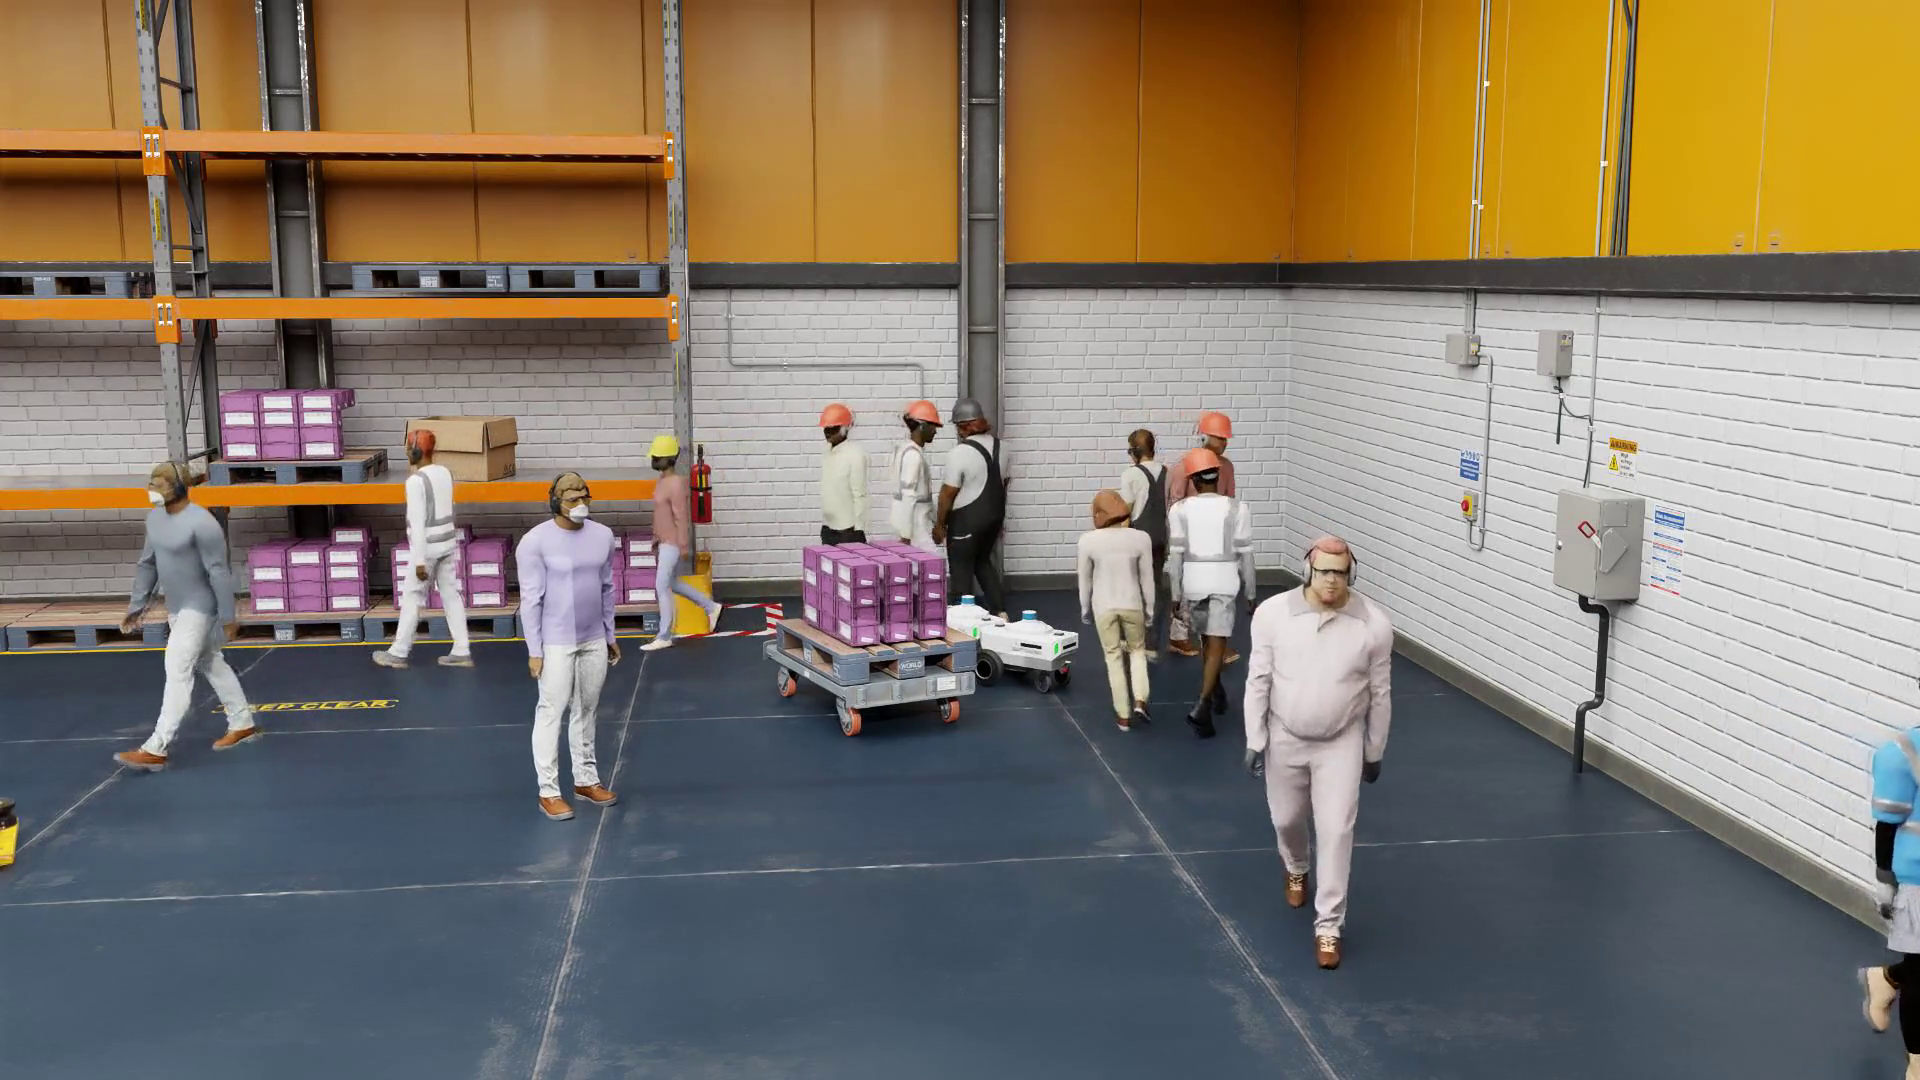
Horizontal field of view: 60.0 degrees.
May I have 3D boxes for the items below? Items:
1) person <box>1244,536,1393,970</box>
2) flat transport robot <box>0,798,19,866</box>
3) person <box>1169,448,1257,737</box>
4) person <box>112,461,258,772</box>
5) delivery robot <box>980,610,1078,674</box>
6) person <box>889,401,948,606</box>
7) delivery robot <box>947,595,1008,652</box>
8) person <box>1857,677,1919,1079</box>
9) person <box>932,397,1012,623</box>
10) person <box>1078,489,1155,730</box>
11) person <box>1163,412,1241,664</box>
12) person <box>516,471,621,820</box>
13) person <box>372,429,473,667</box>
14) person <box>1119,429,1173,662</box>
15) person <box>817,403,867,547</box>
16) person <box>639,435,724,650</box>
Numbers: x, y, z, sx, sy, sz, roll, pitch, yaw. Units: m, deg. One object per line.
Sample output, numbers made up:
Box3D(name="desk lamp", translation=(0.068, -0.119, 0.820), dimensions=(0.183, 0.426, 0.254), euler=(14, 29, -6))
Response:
Box3D(name="person", translation=(1.625, 0.894, 7.575), dimensions=(0.643, 1.874, 0.879), euler=(3, 9, 16))
Box3D(name="flat transport robot", translation=(-5.580, 1.561, 8.378), dimensions=(1.431, 0.197, 0.652), euler=(-5, 10, -27))
Box3D(name="person", translation=(1.665, 0.329, 11.131), dimensions=(0.593, 1.869, 1.007), euler=(3, 10, 19))
Box3D(name="person", translation=(-4.819, 0.450, 10.299), dimensions=(0.639, 1.890, 0.999), euler=(7, 11, 37))
Box3D(name="delivery robot", translation=(0.508, 0.762, 12.199), dimensions=(0.707, 0.478, 0.477), euler=(6, 11, 34))
Box3D(name="person", translation=(-0.273, -0.126, 13.538), dimensions=(0.954, 1.993, 0.608), euler=(-2, 9, -10))
Box3D(name="delivery robot", translation=(0.062, 0.668, 12.783), dimensions=(0.477, 0.478, 0.707), euler=(-5, 11, -31))
Box3D(name="person", translation=(3.563, 1.212, 6.161), dimensions=(0.539, 1.676, 0.593), euler=(-1, 9, -9))
Box3D(name="person", translation=(0.081, -0.182, 13.755), dimensions=(0.536, 2.000, 0.706), euler=(8, 12, 39))
Box3D(name="person", translation=(1.037, 0.461, 11.054), dimensions=(0.508, 1.615, 0.360), euler=(0, 9, 0))
Box3D(name="person", translation=(1.963, -0.017, 12.989), dimensions=(0.629, 1.949, 0.880), euler=(-9, 13, -43))
Box3D(name="person", translation=(-2.177, 0.575, 9.347), dimensions=(0.377, 1.940, 0.629), euler=(8, 12, 40))
Box3D(name="person", translation=(-4.126, 0.074, 12.784), dimensions=(0.669, 1.870, 0.588), euler=(3, 10, 17))
Box3D(name="person", translation=(1.438, 0.040, 13.071), dimensions=(0.541, 1.809, 0.556), euler=(-4, 10, -26))
Box3D(name="person", translation=(-0.905, -0.159, 13.805), dimensions=(0.656, 1.979, 0.616), euler=(-6, 11, -34))
Box3D(name="person", translation=(-2.270, 0.010, 13.459), dimensions=(0.666, 1.748, 0.520), euler=(-3, 10, -21))
